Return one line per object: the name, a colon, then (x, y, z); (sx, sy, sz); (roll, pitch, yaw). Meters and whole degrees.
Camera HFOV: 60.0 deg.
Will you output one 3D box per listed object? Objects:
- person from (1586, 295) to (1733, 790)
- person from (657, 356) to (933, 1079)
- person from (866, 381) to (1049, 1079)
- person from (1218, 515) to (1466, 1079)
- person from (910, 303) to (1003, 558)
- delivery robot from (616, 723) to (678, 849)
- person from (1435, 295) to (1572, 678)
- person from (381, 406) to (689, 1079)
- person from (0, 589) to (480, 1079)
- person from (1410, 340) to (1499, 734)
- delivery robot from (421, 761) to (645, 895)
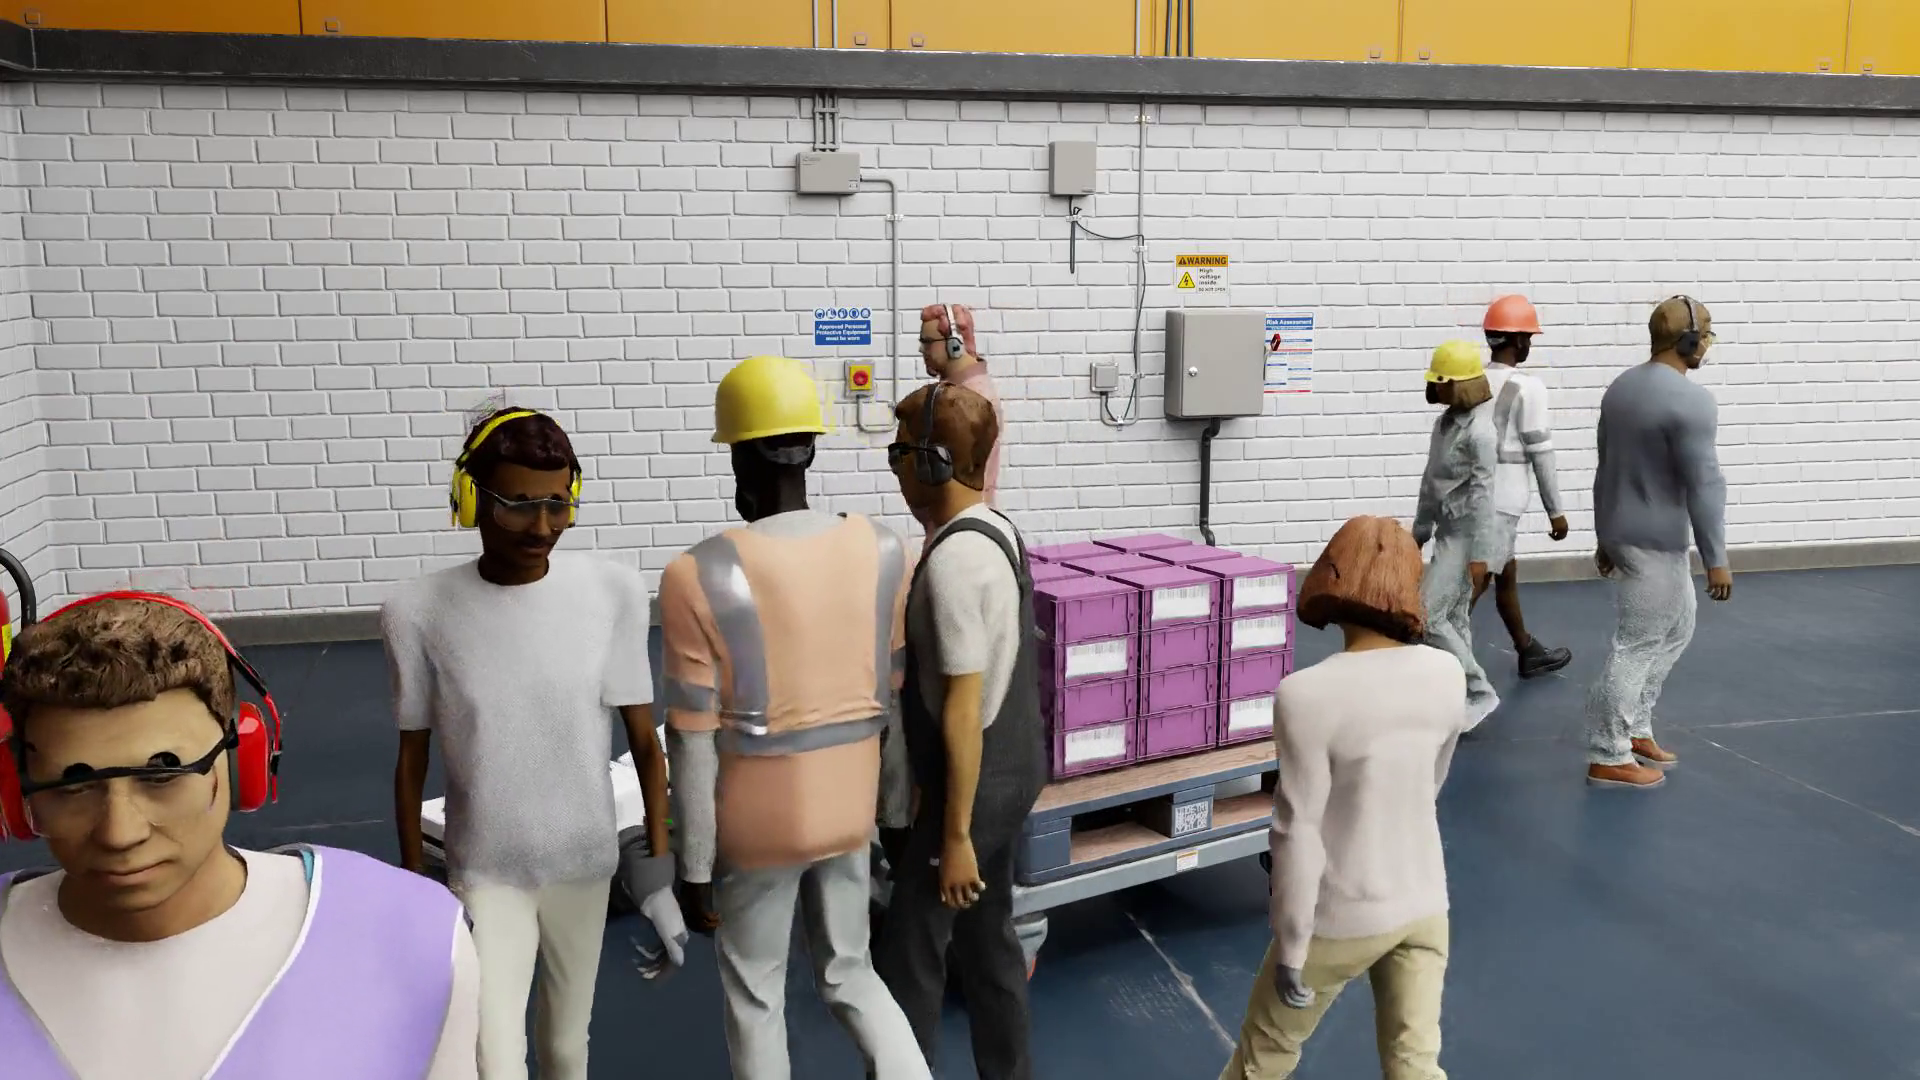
person: (2.713, 0.028, 6.405); (0.583, 1.918, 0.636); (0, 10, 0)
person: (-0.298, 0.582, 3.407); (0.594, 1.902, 0.727); (-7, 13, -36)
person: (-0.113, 0.574, 3.679); (0.684, 1.830, 0.544); (2, 10, 12)
person: (0.752, 0.735, 3.399); (0.508, 1.584, 0.837); (-5, 11, -27)
person: (0.037, -0.032, 6.852); (0.720, 1.882, 0.670); (0, 10, -1)
delivery robot: (-0.915, 0.771, 5.814); (0.477, 0.478, 0.707); (3, 10, 15)
person: (2.533, -0.203, 7.820); (1.027, 1.885, 0.555); (-4, 11, -21)
person: (-0.773, 0.679, 3.084); (0.483, 1.826, 0.879); (-5, 11, -24)
person: (-0.756, 0.928, 1.683); (0.573, 1.828, 0.521); (-3, 11, -15)
person: (2.078, 0.011, 7.055); (0.384, 1.718, 0.531); (0, 10, 1)
delivery robot: (-1.347, 0.879, 5.220); (0.477, 0.478, 0.707); (9, 14, 43)
